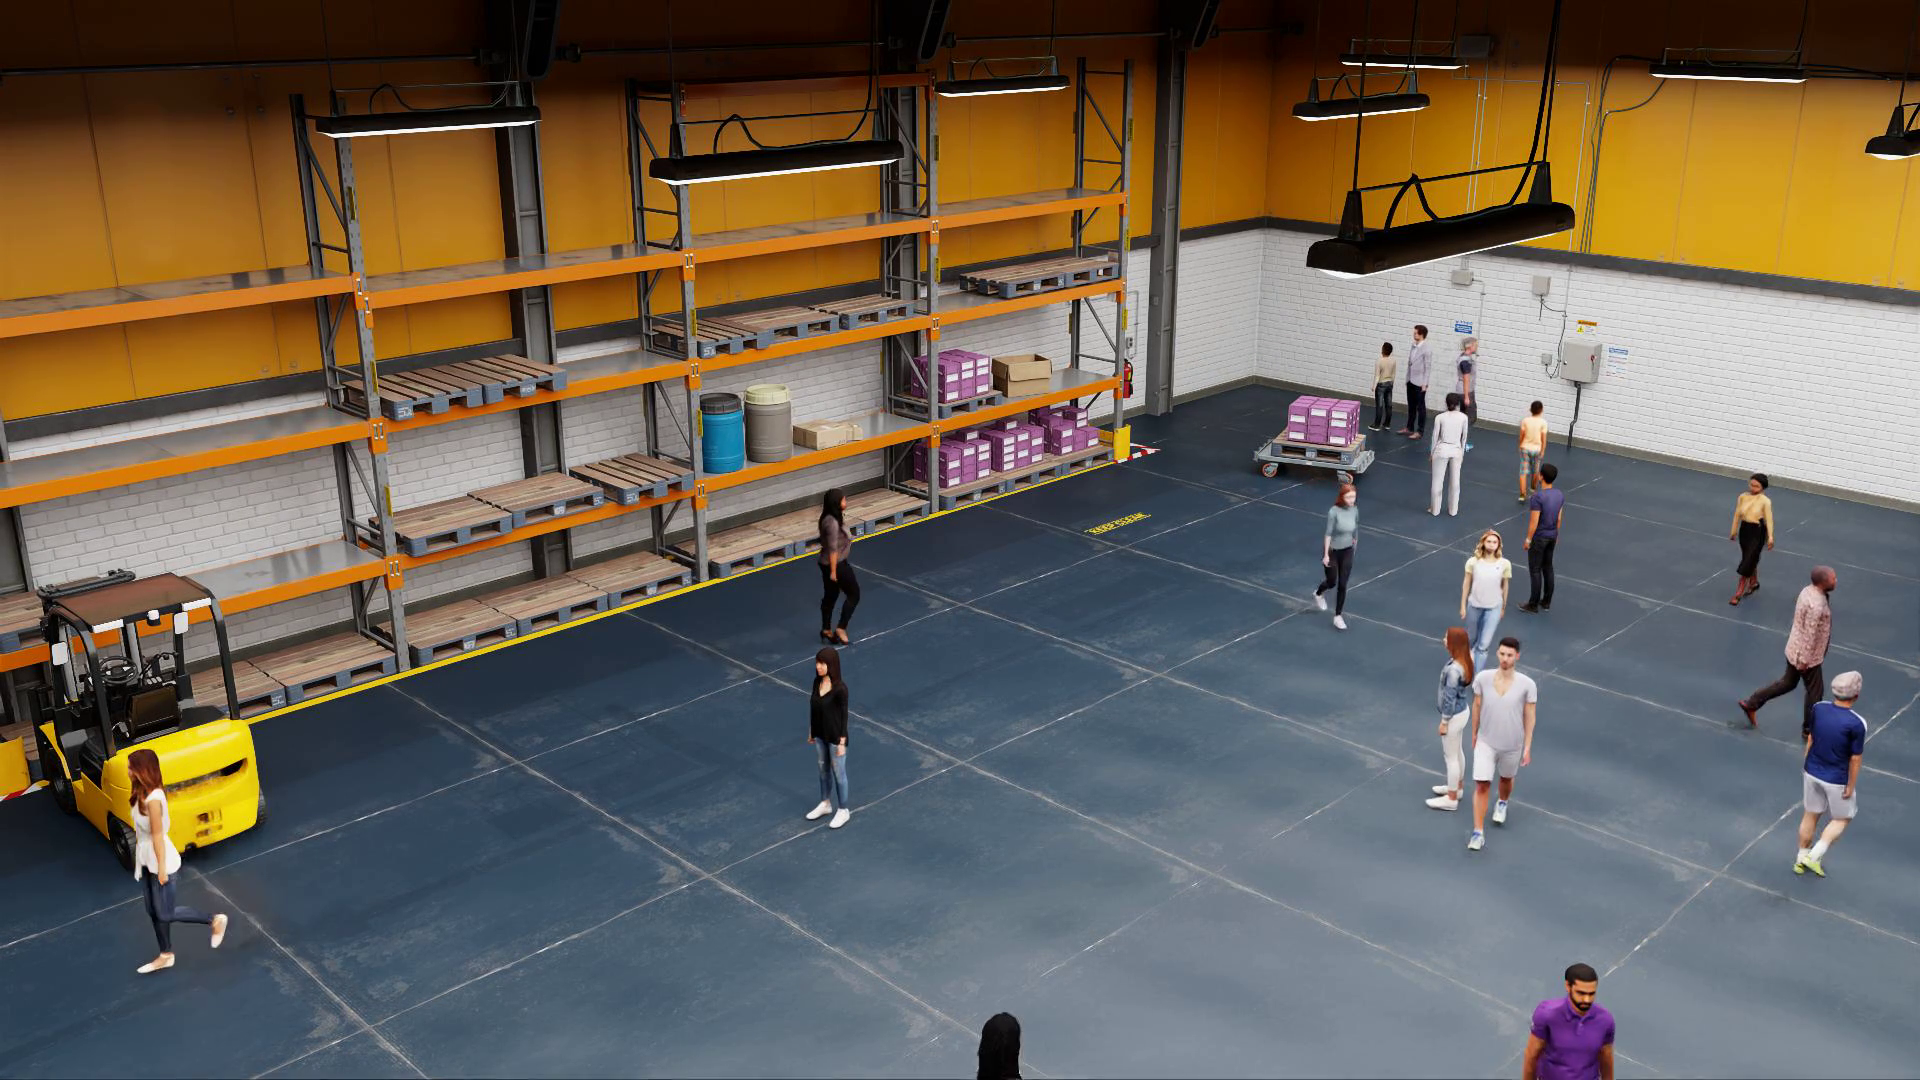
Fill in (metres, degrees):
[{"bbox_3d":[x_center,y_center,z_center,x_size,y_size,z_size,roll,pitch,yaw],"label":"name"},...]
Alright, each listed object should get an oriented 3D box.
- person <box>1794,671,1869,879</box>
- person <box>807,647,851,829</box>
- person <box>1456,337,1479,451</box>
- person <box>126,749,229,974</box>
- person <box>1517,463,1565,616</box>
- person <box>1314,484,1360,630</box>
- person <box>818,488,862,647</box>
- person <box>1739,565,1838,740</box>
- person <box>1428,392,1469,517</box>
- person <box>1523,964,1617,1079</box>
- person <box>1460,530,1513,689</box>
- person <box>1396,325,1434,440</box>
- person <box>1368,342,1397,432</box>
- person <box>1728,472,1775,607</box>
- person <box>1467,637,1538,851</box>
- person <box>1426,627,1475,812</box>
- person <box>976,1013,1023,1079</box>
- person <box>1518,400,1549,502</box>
[{"bbox_3d":[7.038,1.943,13.565,0.778,1.823,0.712,-12,22,-32],"label":"person"},{"bbox_3d":[-1.136,1.699,14.568,0.586,1.647,0.549,14,23,35],"label":"person"},{"bbox_3d":[7.870,-2.283,26.134,0.891,1.812,0.772,3,19,10],"label":"person"},{"bbox_3d":[-5.869,2.374,12.369,0.913,1.770,0.659,-14,23,-36],"label":"person"},{"bbox_3d":[6.817,-0.019,19.444,0.572,1.790,0.768,-9,21,-26],"label":"person"},{"bbox_3d":[4.290,0.160,19.025,0.923,1.718,0.901,-7,20,-19],"label":"person"},{"bbox_3d":[-1.482,0.321,18.374,0.814,1.828,0.775,-5,19,-15],"label":"person"},{"bbox_3d":[8.128,1.082,16.184,1.122,1.784,1.186,4,19,13],"label":"person"},{"bbox_3d":[6.753,-1.191,23.007,0.706,1.737,0.756,1,19,2],"label":"person"},{"bbox_3d":[3.554,3.229,9.856,0.913,1.755,0.976,0,19,1],"label":"person"},{"bbox_3d":[5.476,0.703,17.438,1.003,1.703,1.151,3,19,9],"label":"person"},{"bbox_3d":[7.434,-2.584,26.970,0.756,1.849,0.764,-6,19,-17],"label":"person"},{"bbox_3d":[6.998,-2.537,27.430,0.564,1.465,0.676,-7,20,-20],"label":"person"},{"bbox_3d":[9.424,-0.015,19.709,1.064,1.613,0.840,-8,20,-22],"label":"person"},{"bbox_3d":[4.681,1.696,14.320,0.979,1.811,1.310,9,20,24],"label":"person"},{"bbox_3d":[4.428,1.580,14.840,0.725,1.698,0.566,9,20,24],"label":"person"},{"bbox_3d":[0.222,3.456,9.291,0.678,1.685,0.703,-9,21,-26],"label":"person"},{"bbox_3d":[8.108,-1.243,23.653,0.773,1.423,1.051,8,20,21],"label":"person"}]
